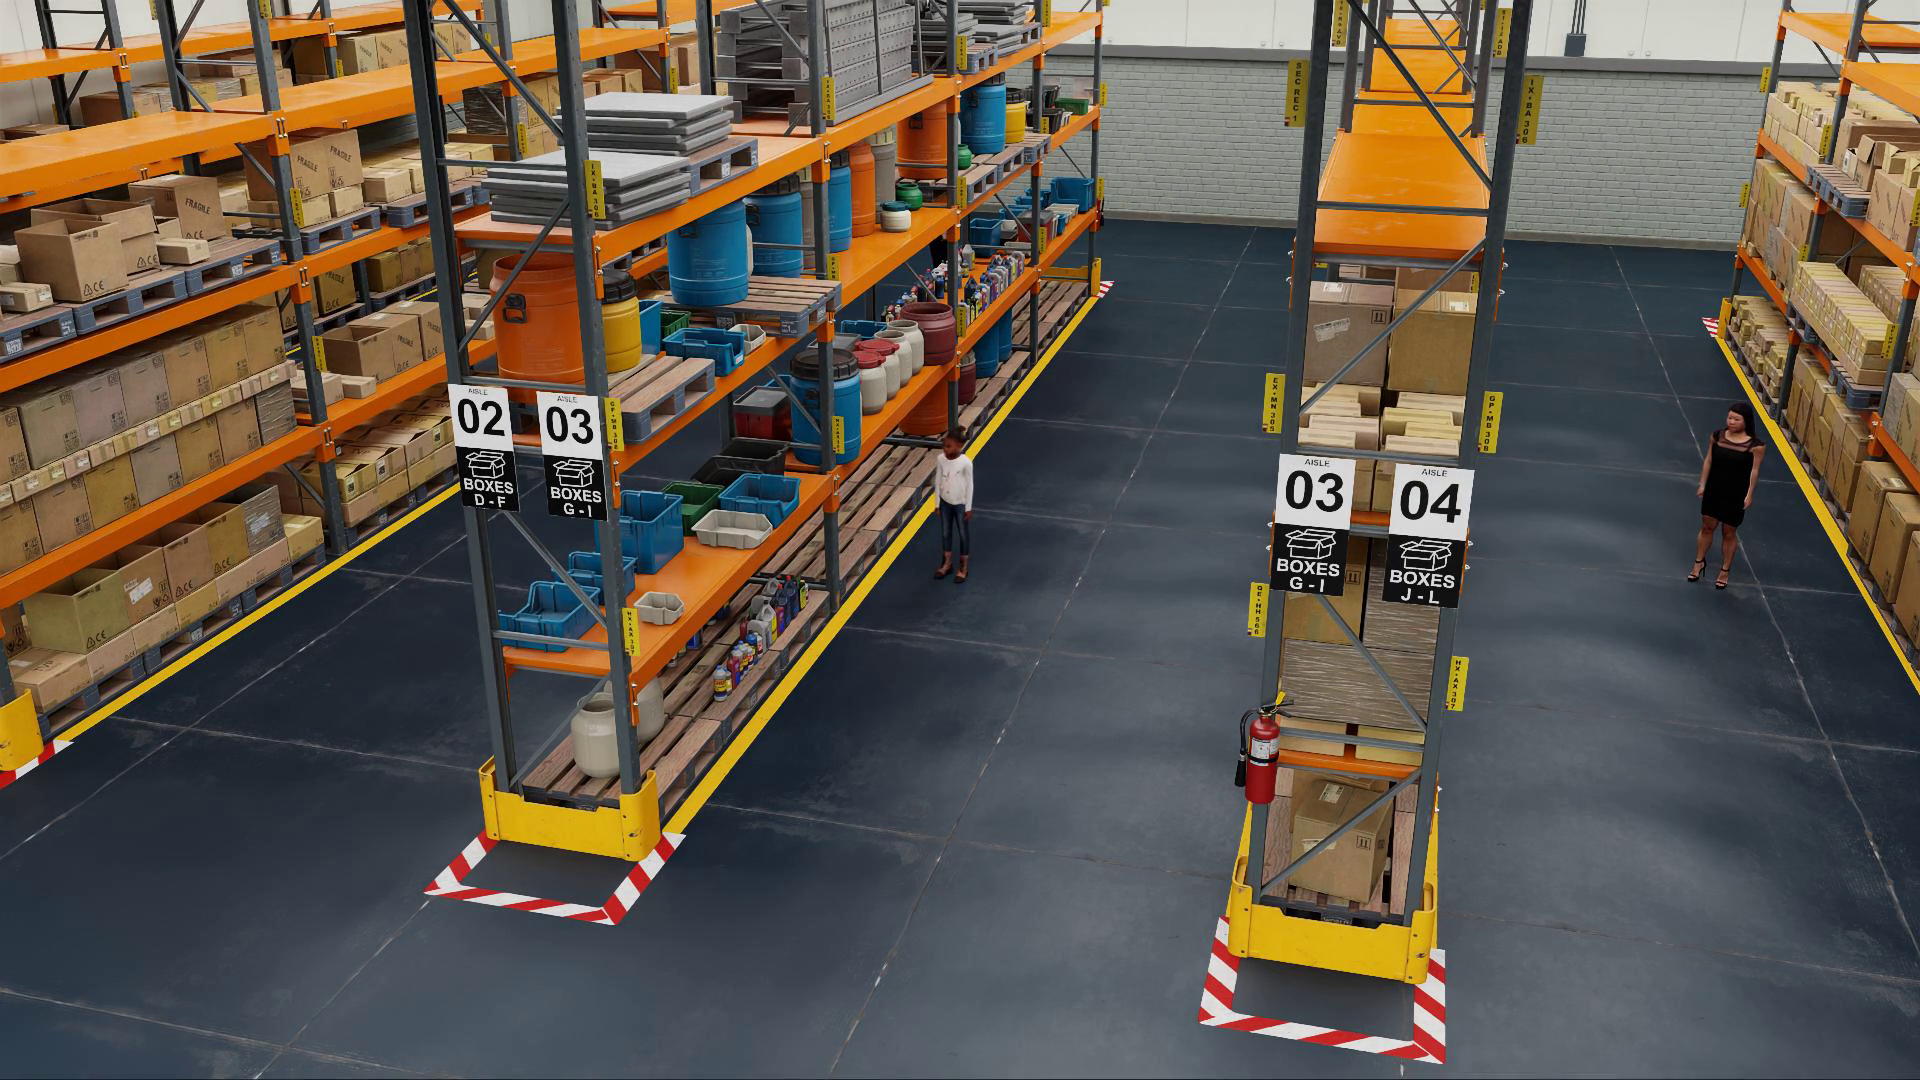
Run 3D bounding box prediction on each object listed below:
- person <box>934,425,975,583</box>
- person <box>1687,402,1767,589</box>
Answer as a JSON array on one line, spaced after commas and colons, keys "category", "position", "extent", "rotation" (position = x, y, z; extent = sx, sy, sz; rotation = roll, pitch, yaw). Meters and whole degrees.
[{"category": "person", "position": [-0.044, -0.345, 15.052], "extent": [0.562, 1.457, 0.538], "rotation": [11, 25, 25]}, {"category": "person", "position": [6.844, -0.408, 14.861], "extent": [0.764, 1.718, 0.748], "rotation": [-21, 30, -41]}]
